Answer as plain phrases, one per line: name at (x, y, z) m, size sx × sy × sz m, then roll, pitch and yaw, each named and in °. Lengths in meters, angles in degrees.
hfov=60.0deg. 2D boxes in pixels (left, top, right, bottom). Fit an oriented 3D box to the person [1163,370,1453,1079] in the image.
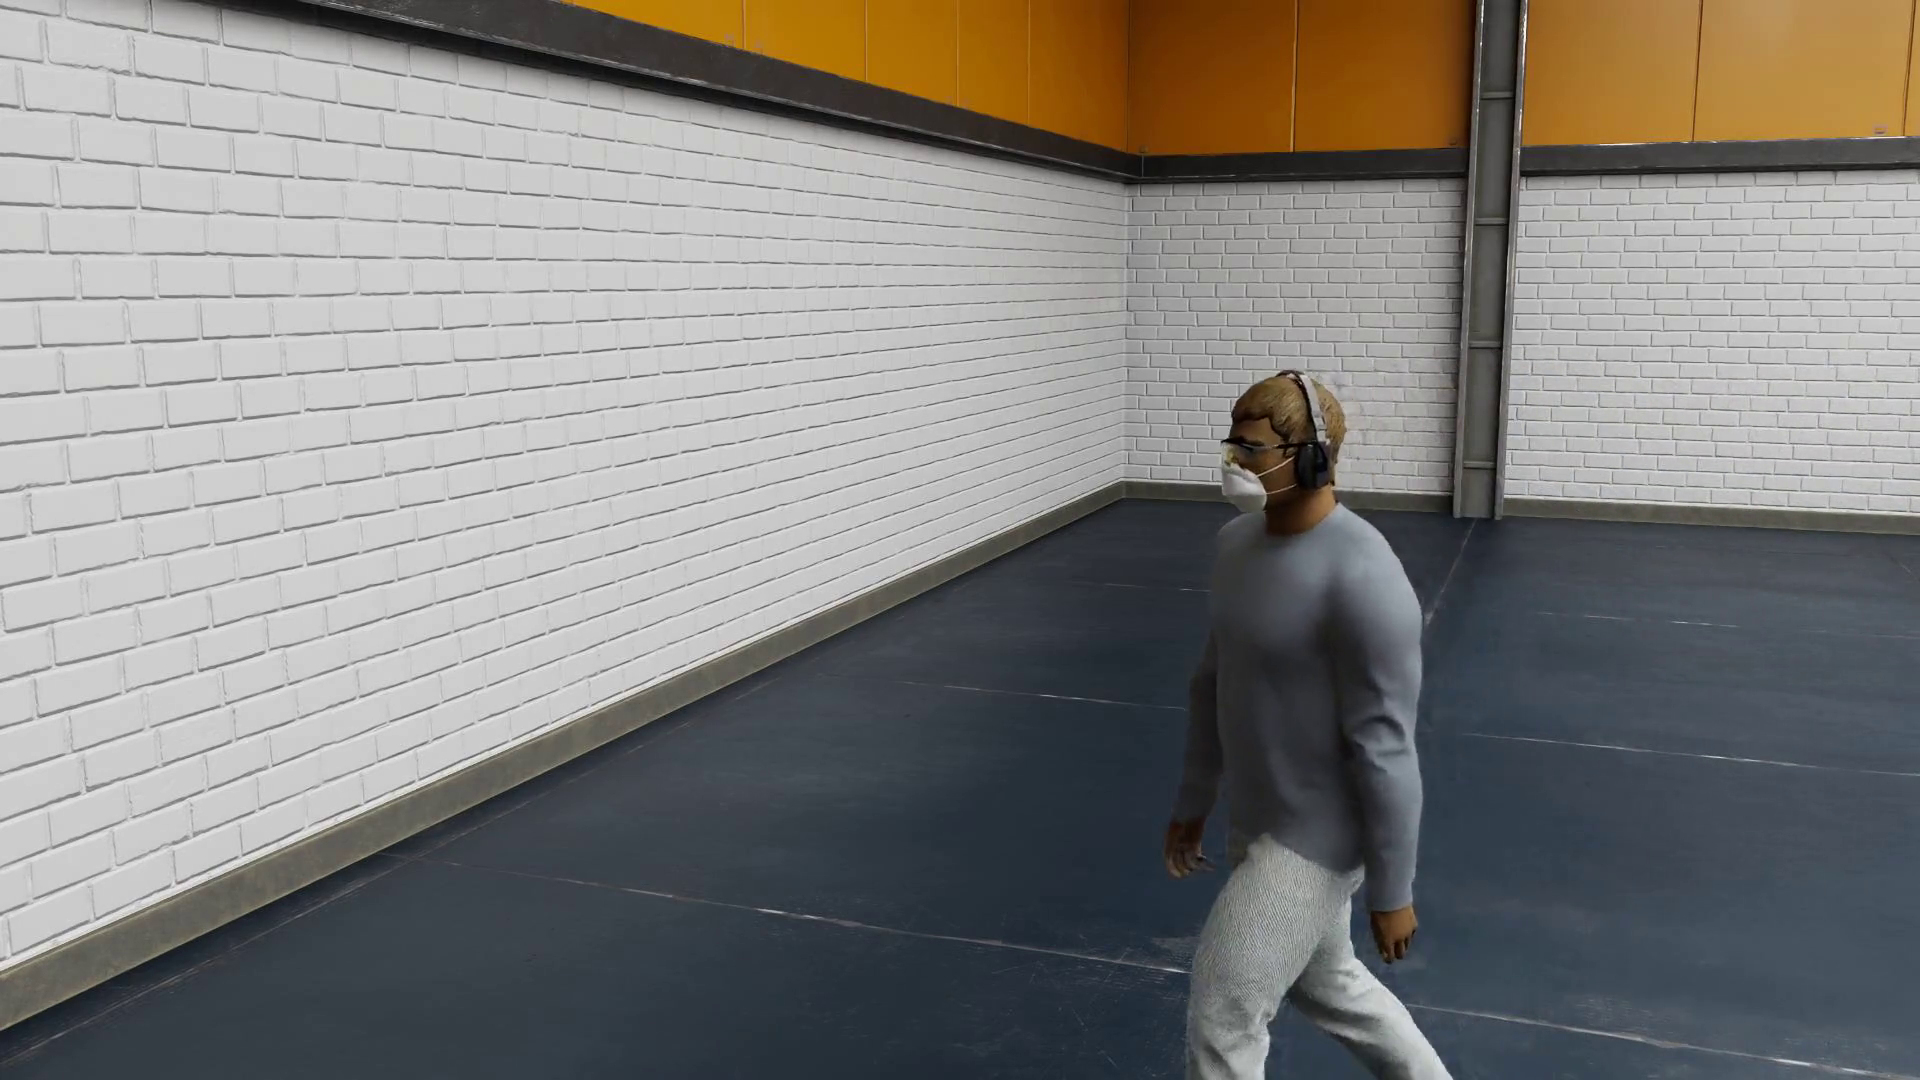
person at (0.739, 0.590, 3.424) m, size 1.005 × 1.894 × 0.632 m, roll -2°, pitch 9°, yaw -14°
